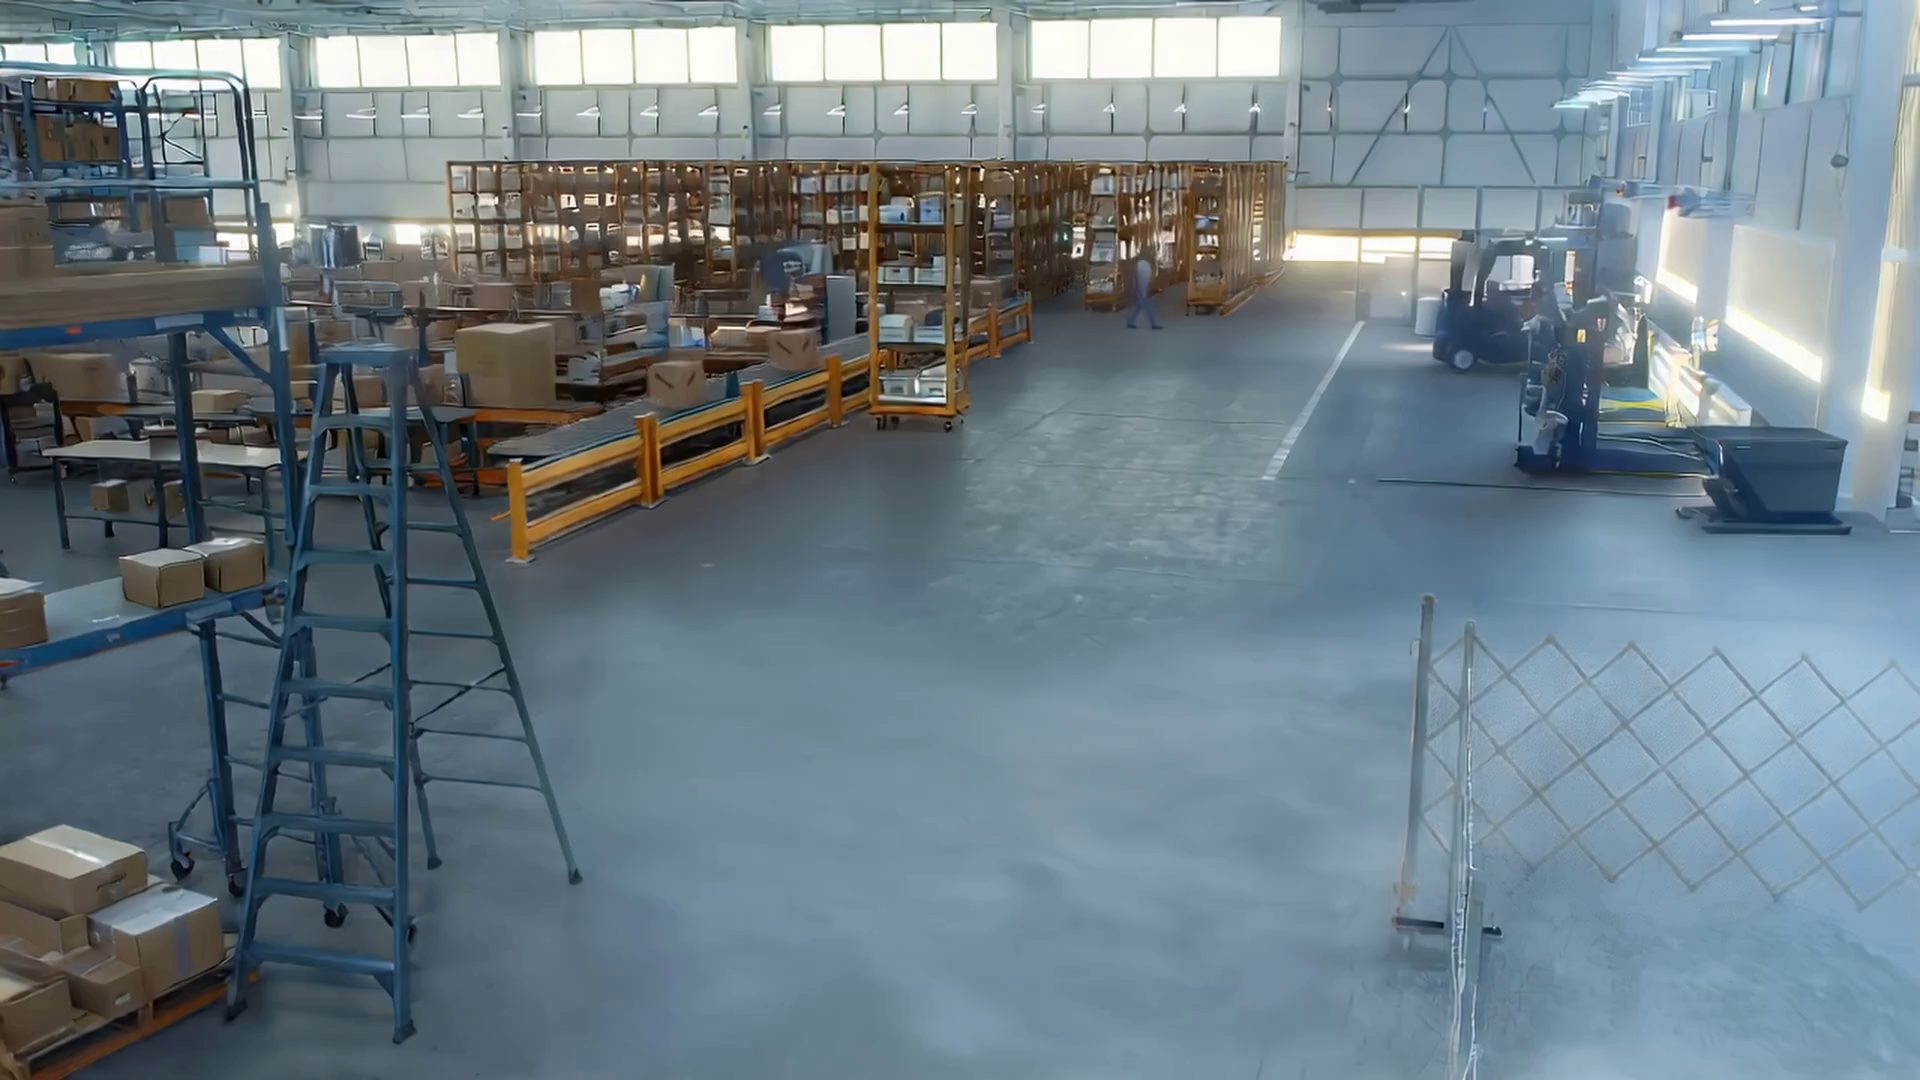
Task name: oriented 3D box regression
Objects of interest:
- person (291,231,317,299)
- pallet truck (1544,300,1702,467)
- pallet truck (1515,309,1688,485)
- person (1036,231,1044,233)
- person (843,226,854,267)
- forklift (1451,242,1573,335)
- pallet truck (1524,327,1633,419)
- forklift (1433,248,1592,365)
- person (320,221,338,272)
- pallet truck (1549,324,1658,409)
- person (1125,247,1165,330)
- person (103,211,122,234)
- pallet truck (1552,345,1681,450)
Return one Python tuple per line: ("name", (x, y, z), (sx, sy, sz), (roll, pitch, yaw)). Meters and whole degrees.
("person", (-17.404, -7.268, 44.031), (0.835, 1.802, 0.596), (4, 14, 17))
("pallet truck", (8.263, -1.952, 20.631), (1.885, 1.965, 0.823), (5, 14, 20))
("pallet truck", (7.554, -1.677, 19.446), (1.885, 1.965, 0.823), (3, 13, 14))
("person", (2.246, -8.273, 47.936), (0.373, 1.997, 0.618), (-2, 13, -10))
("person", (-3.361, -8.713, 49.734), (0.376, 2.041, 0.615), (3, 13, 12))
("forklift", (10.464, -4.597, 31.405), (2.680, 1.987, 1.157), (4, 14, 16))
("pallet truck", (9.065, -2.460, 24.370), (1.522, 1.261, 0.704), (3, 13, 14))
("forklift", (9.780, -4.111, 29.280), (2.680, 1.987, 1.157), (3, 13, 14))
("person", (-20.684, -9.612, 54.488), (0.522, 1.645, 0.305), (3, 13, 13))
("pallet truck", (9.824, -2.669, 25.407), (1.601, 1.201, 0.680), (4, 14, 16))
("person", (4.047, -5.501, 36.407), (0.971, 1.792, 0.590), (7, 15, 27))
("person", (-28.857, -10.245, 56.692), (0.645, 1.902, 0.873), (-2, 13, -7))
("pallet truck", (8.641, -1.896, 21.908), (1.630, 1.274, 0.653), (4, 14, 16))
